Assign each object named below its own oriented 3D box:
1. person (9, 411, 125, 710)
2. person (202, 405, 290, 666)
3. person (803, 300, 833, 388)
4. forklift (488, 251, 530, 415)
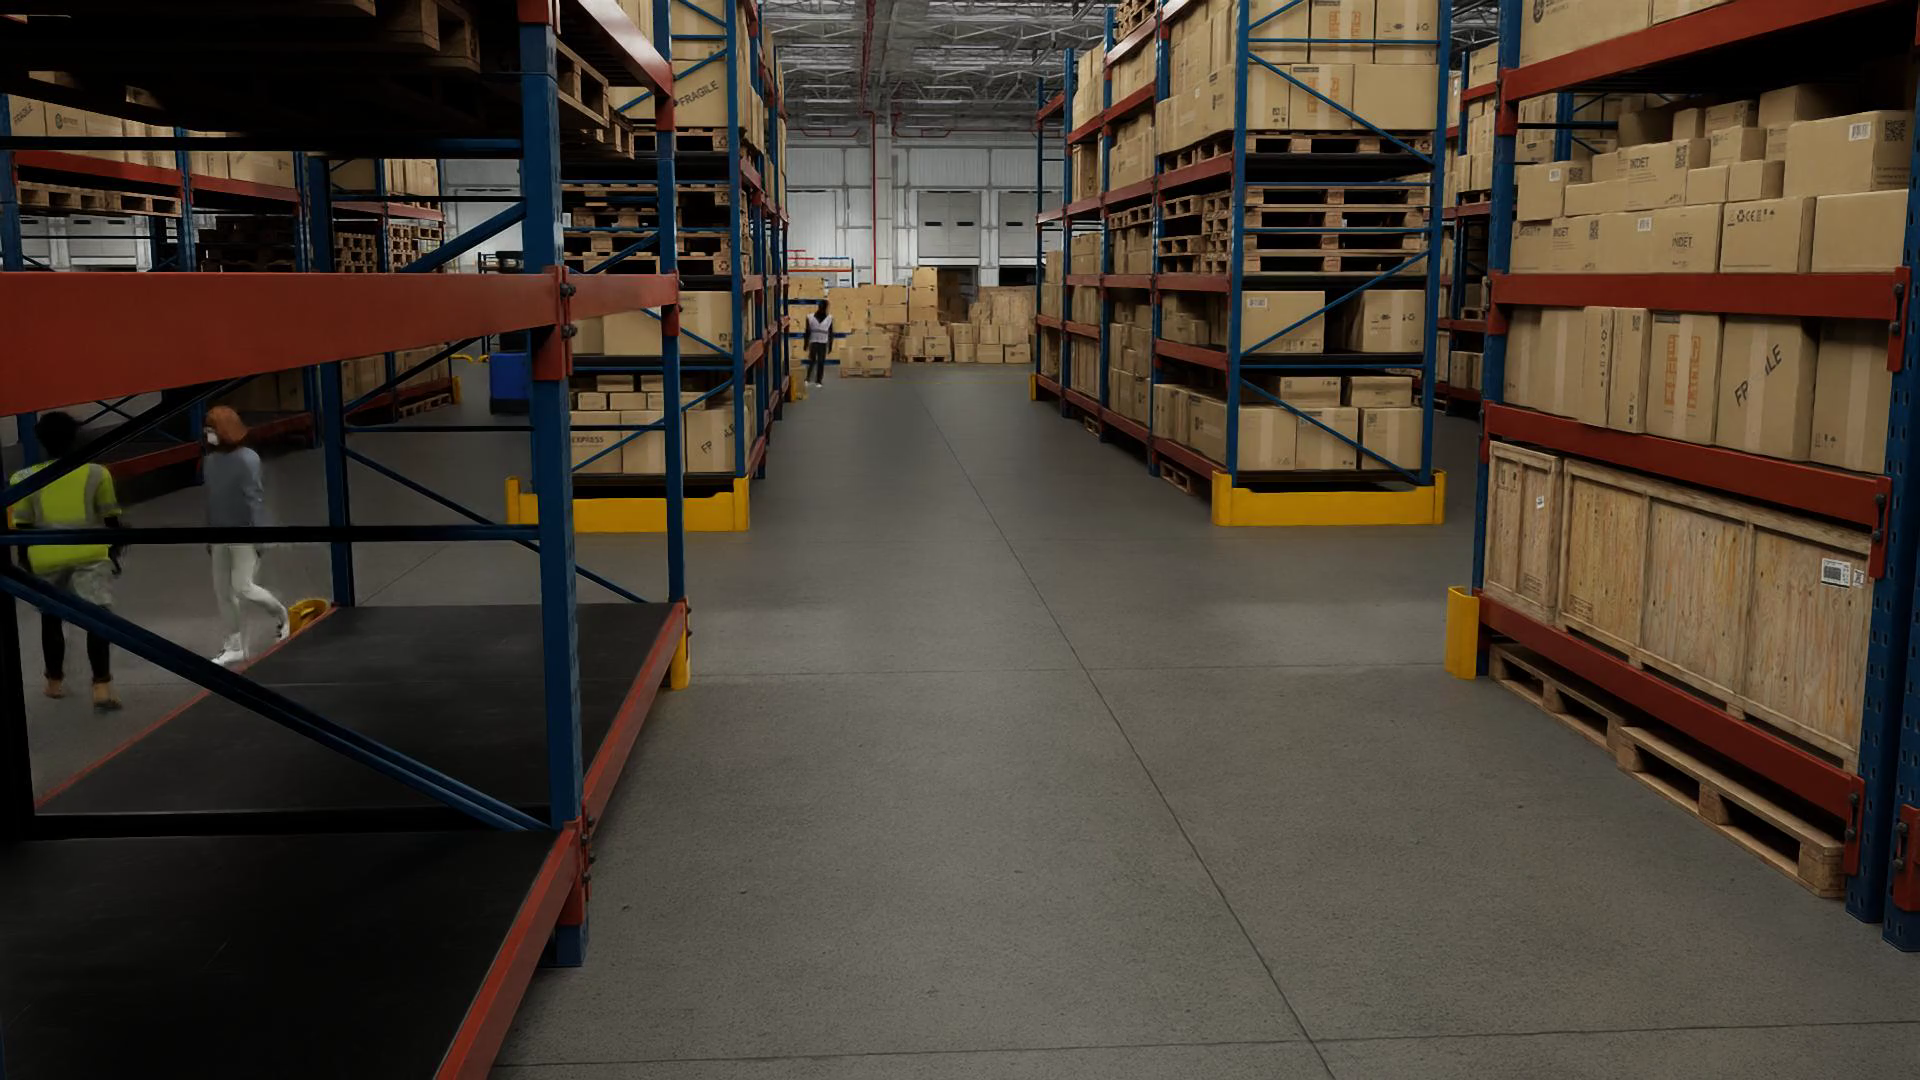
[{"bbox_3d":[-4.929,0.120,9.234,0.548,1.656,0.799,-6,11,-32],"label":"person"},{"bbox_3d":[-4.435,-0.033,10.287,0.515,1.618,0.481,5,11,30],"label":"person"},{"bbox_3d":[-3.055,-4.179,35.520,0.684,1.885,0.493,-2,9,-12],"label":"person"},{"bbox_3d":[-7.499,-3.615,28.829,1.129,2.768,1.873,-1,9,-4],"label":"forklift"}]
